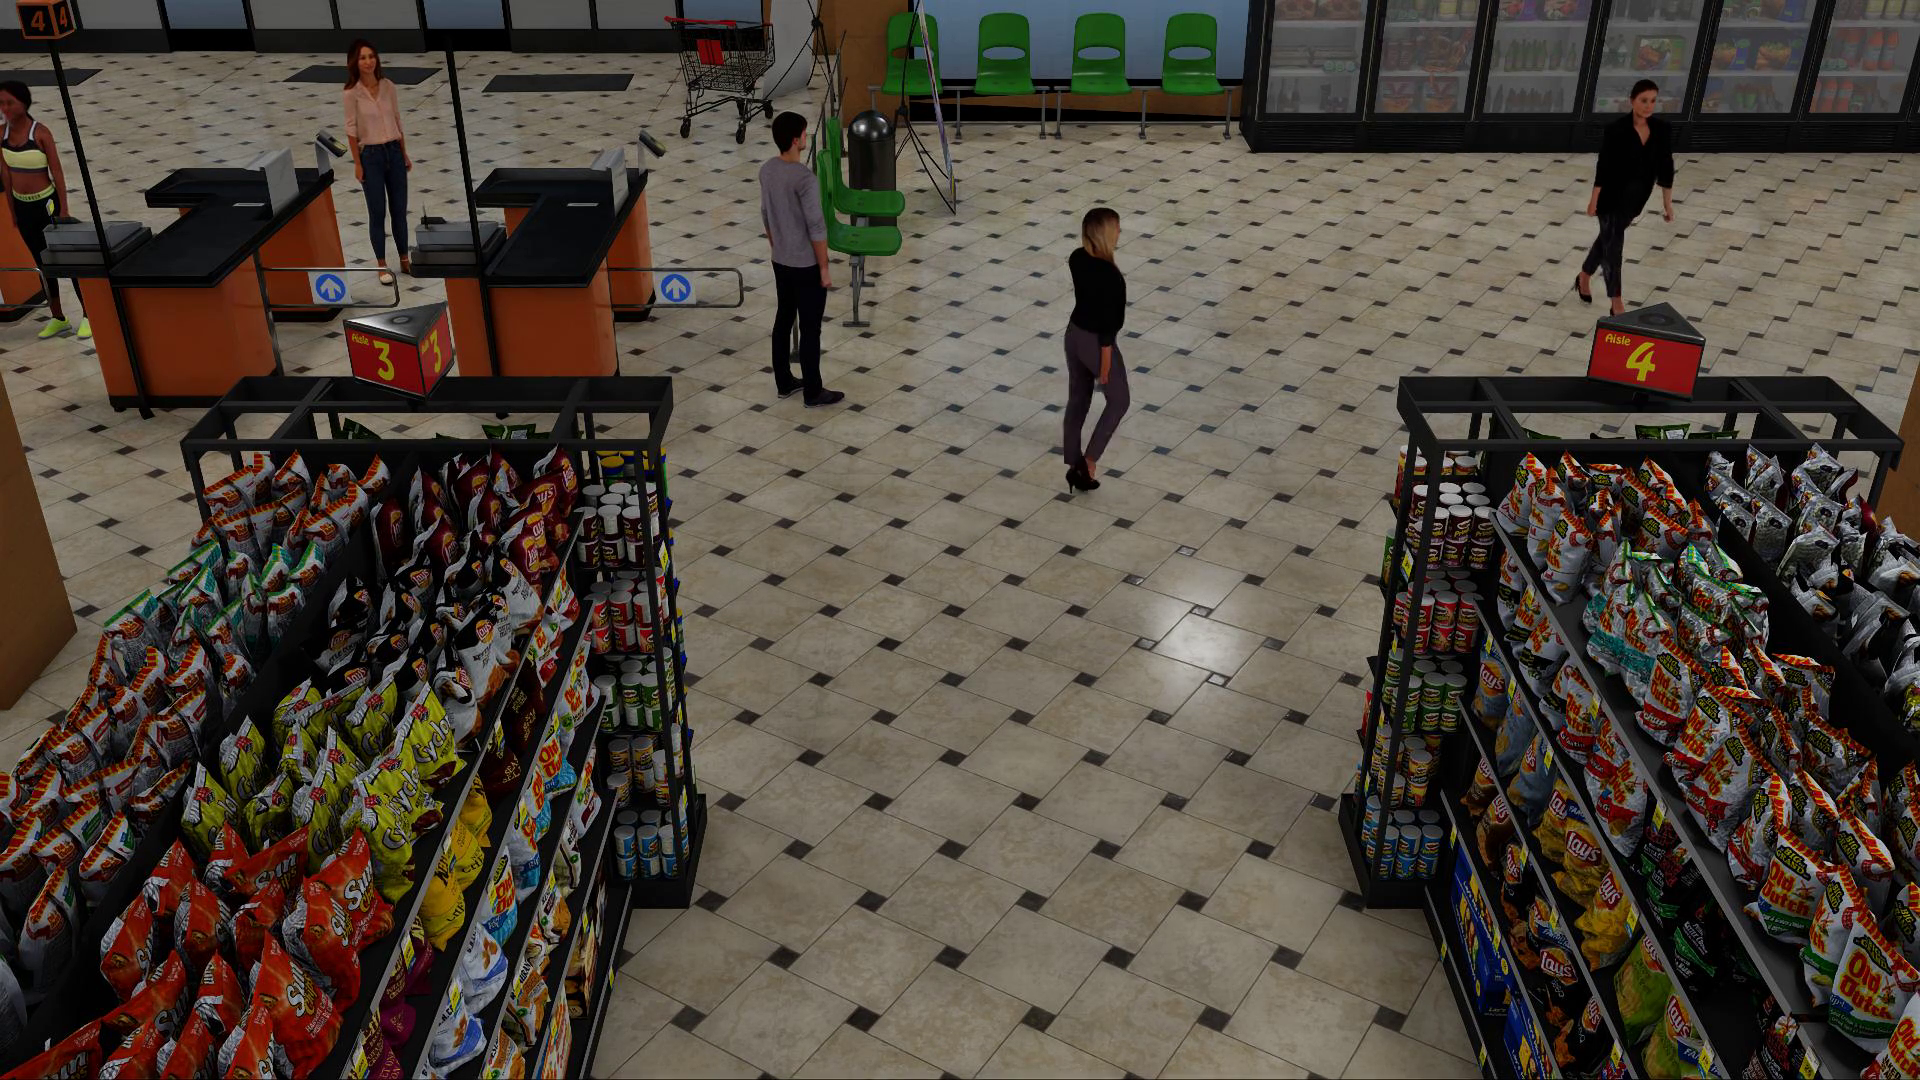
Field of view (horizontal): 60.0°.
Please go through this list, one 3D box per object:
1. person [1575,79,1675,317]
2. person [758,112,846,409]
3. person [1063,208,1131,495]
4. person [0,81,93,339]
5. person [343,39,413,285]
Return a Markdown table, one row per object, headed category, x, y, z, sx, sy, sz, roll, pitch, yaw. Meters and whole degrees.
| category | x | y | z | sx | sy | sz | roll | pitch | yaw |
| --- | --- | --- | --- | --- | --- | --- | --- | --- | --- |
| person | 4.606 | -2.395 | 11.694 | 0.813 | 1.667 | 1.163 | -6 | 29 | -11 |
| person | -1.014 | -1.730 | 10.293 | 0.722 | 1.843 | 0.780 | 25 | 37 | 38 |
| person | 0.651 | -0.998 | 9.148 | 0.761 | 1.656 | 0.681 | -18 | 33 | -29 |
| person | -6.242 | -2.240 | 11.321 | 0.556 | 1.754 | 0.514 | 1 | 29 | 2 |
| person | -4.295 | -2.808 | 12.321 | 0.666 | 1.791 | 0.723 | -25 | 37 | -38 |
